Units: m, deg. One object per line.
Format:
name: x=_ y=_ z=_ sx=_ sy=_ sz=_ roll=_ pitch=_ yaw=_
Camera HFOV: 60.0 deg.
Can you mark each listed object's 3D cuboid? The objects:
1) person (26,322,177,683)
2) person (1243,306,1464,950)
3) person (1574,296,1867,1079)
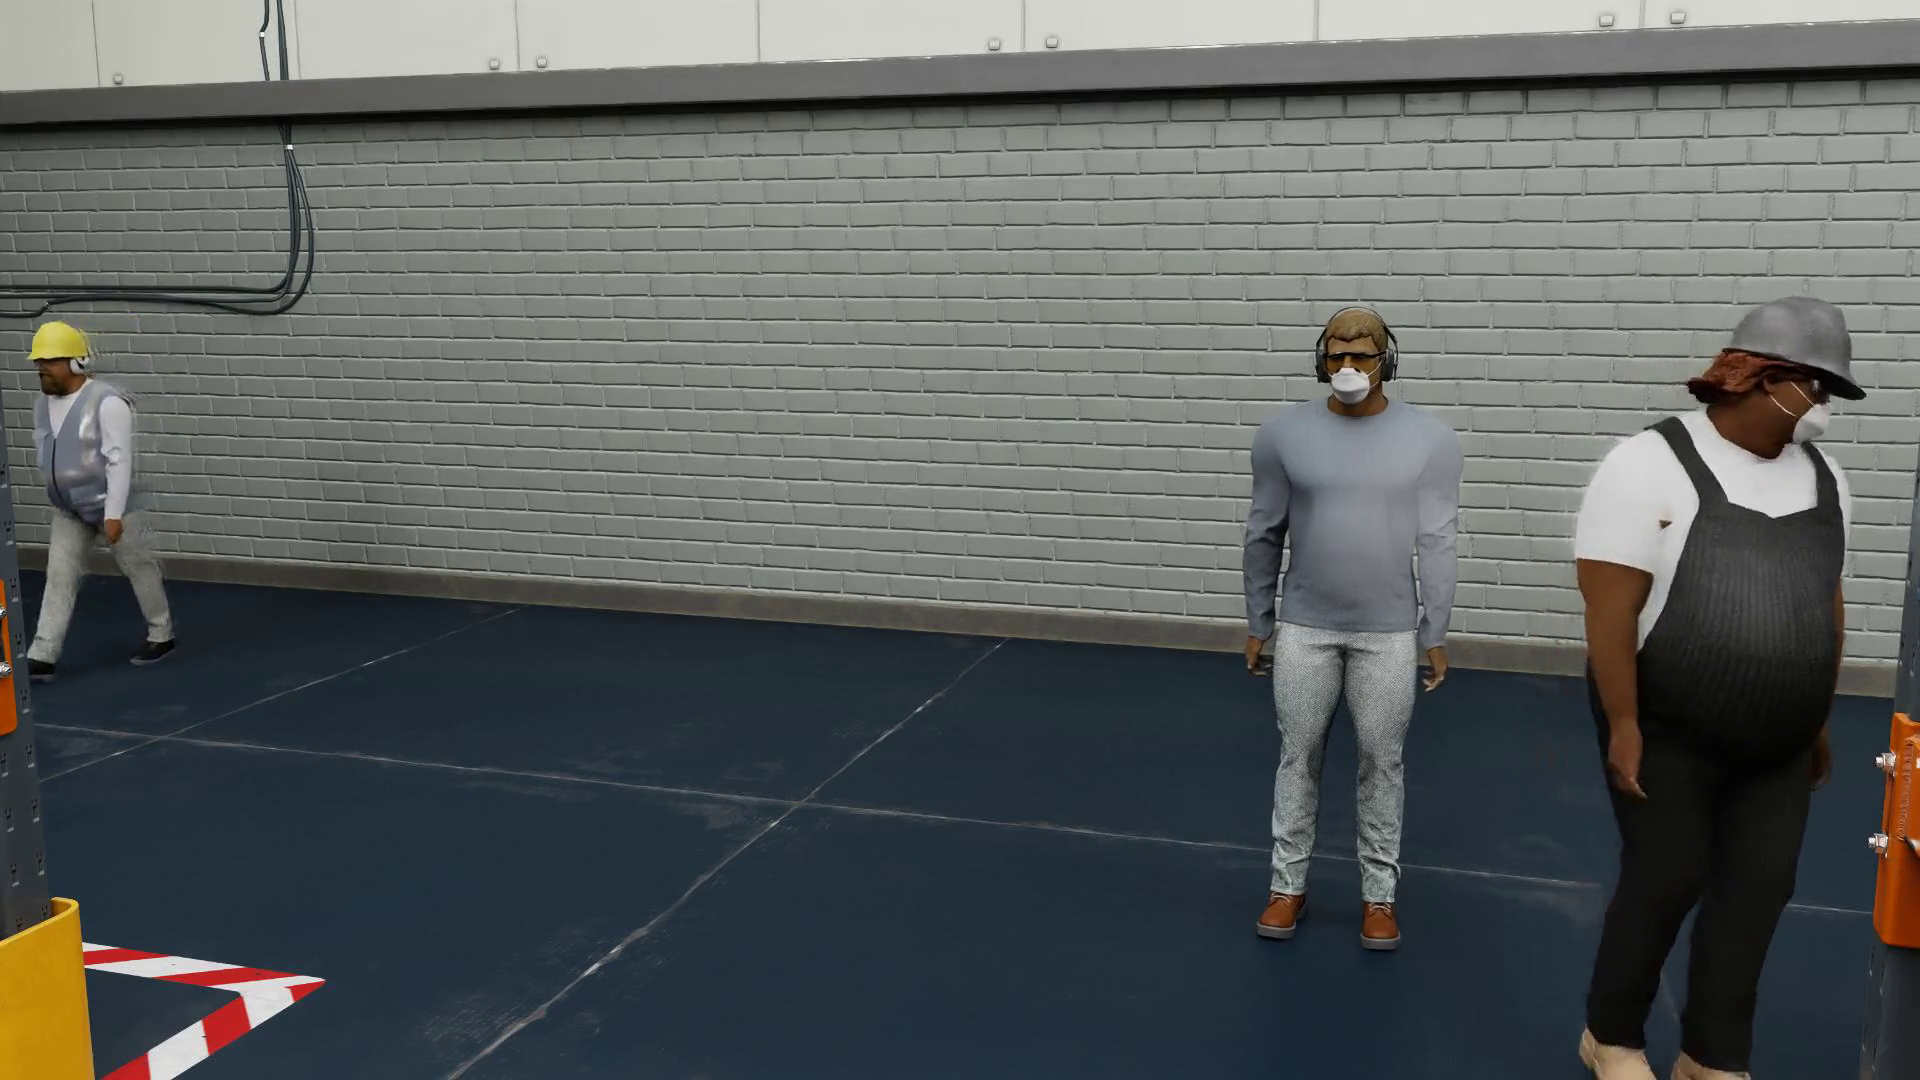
person: x=-4.328 y=-0.188 z=8.275 sx=0.601 sy=1.779 sz=0.909 roll=3 pitch=10 yaw=17
person: x=1.169 y=0.269 z=5.036 sx=0.635 sy=1.938 sz=0.360 roll=3 pitch=10 yaw=16
person: x=1.827 y=0.394 z=3.995 sx=0.725 sy=2.000 sz=0.536 roll=-2 pitch=10 yaw=-11
